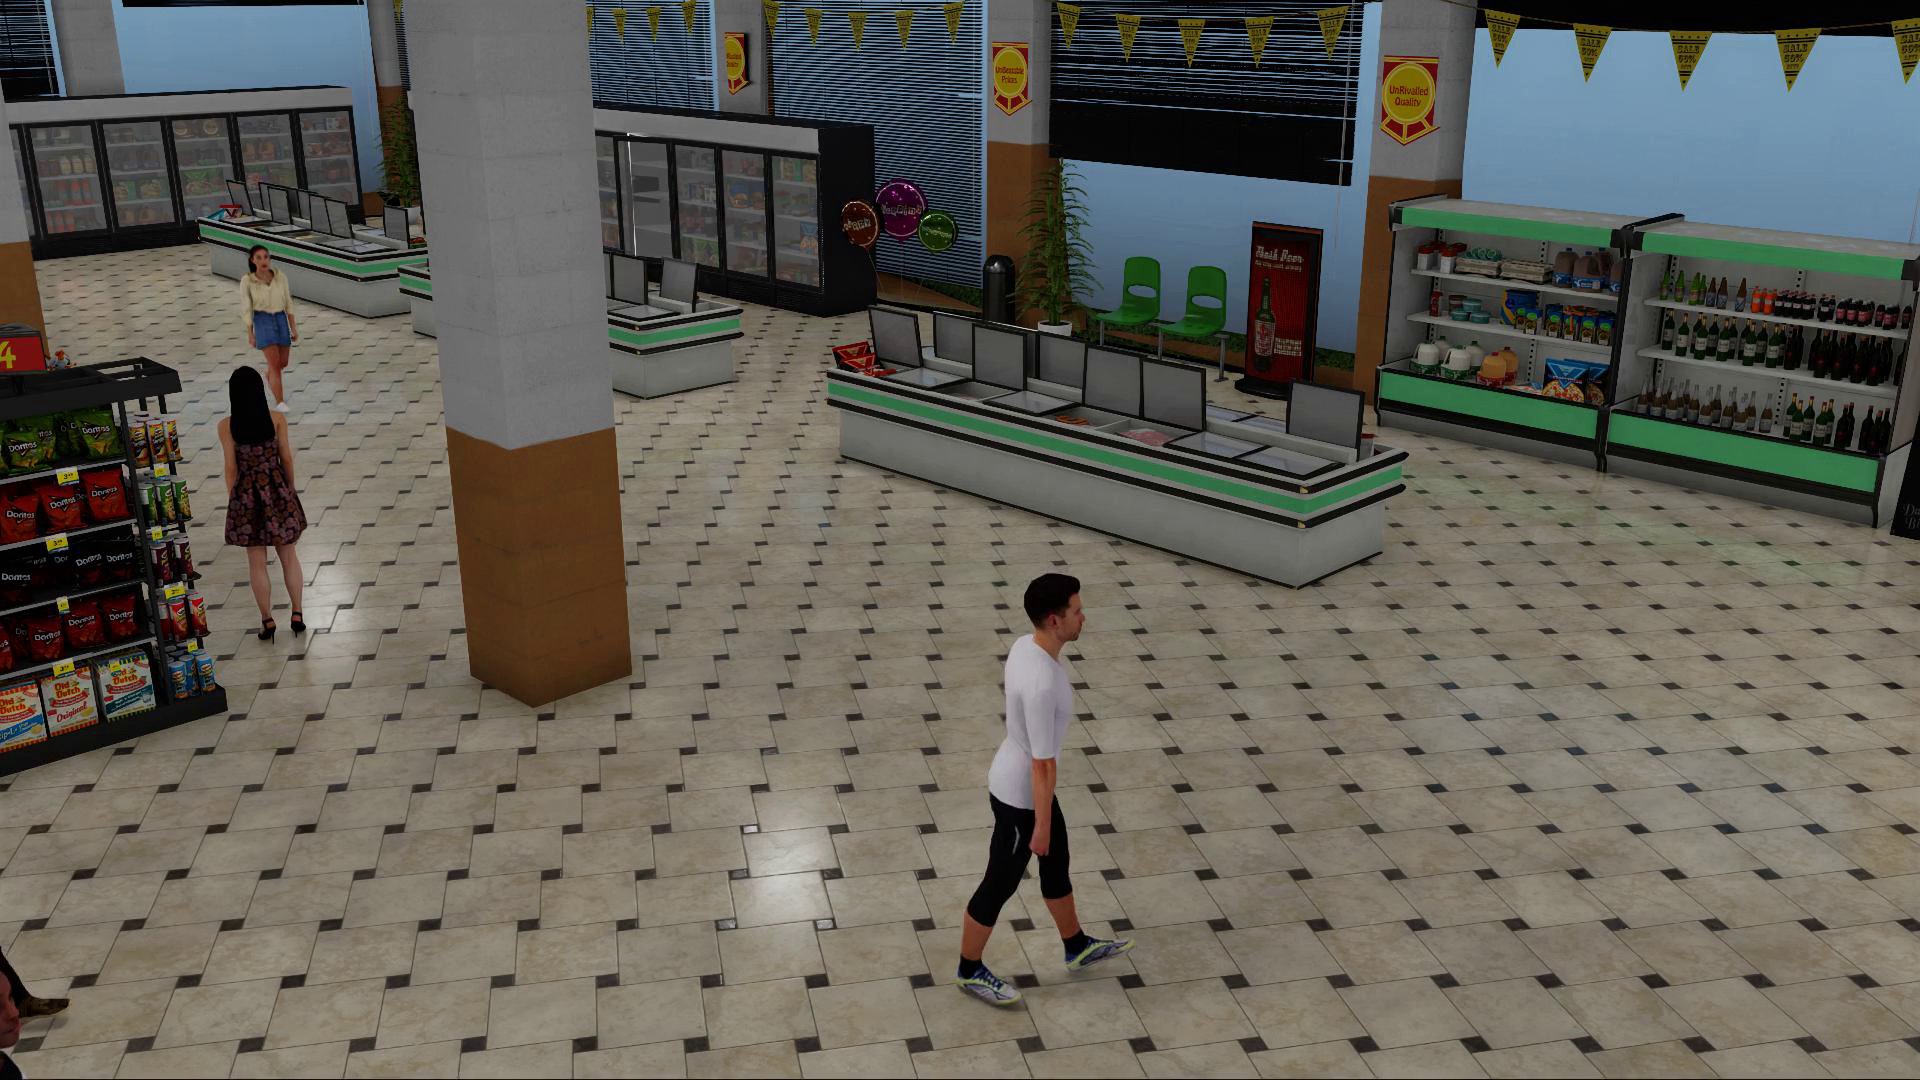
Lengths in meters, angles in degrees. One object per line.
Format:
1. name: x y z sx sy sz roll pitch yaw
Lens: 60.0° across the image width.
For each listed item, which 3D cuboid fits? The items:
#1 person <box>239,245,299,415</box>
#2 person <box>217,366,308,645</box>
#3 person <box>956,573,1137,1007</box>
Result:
1. person: -6.673 -2.039 16.068 0.624 1.612 0.972 -17 25 -41
2. person: -4.366 -0.222 10.425 0.701 1.774 0.710 -13 23 -34
3. person: 0.201 1.012 6.697 1.125 1.817 1.060 1 19 4
